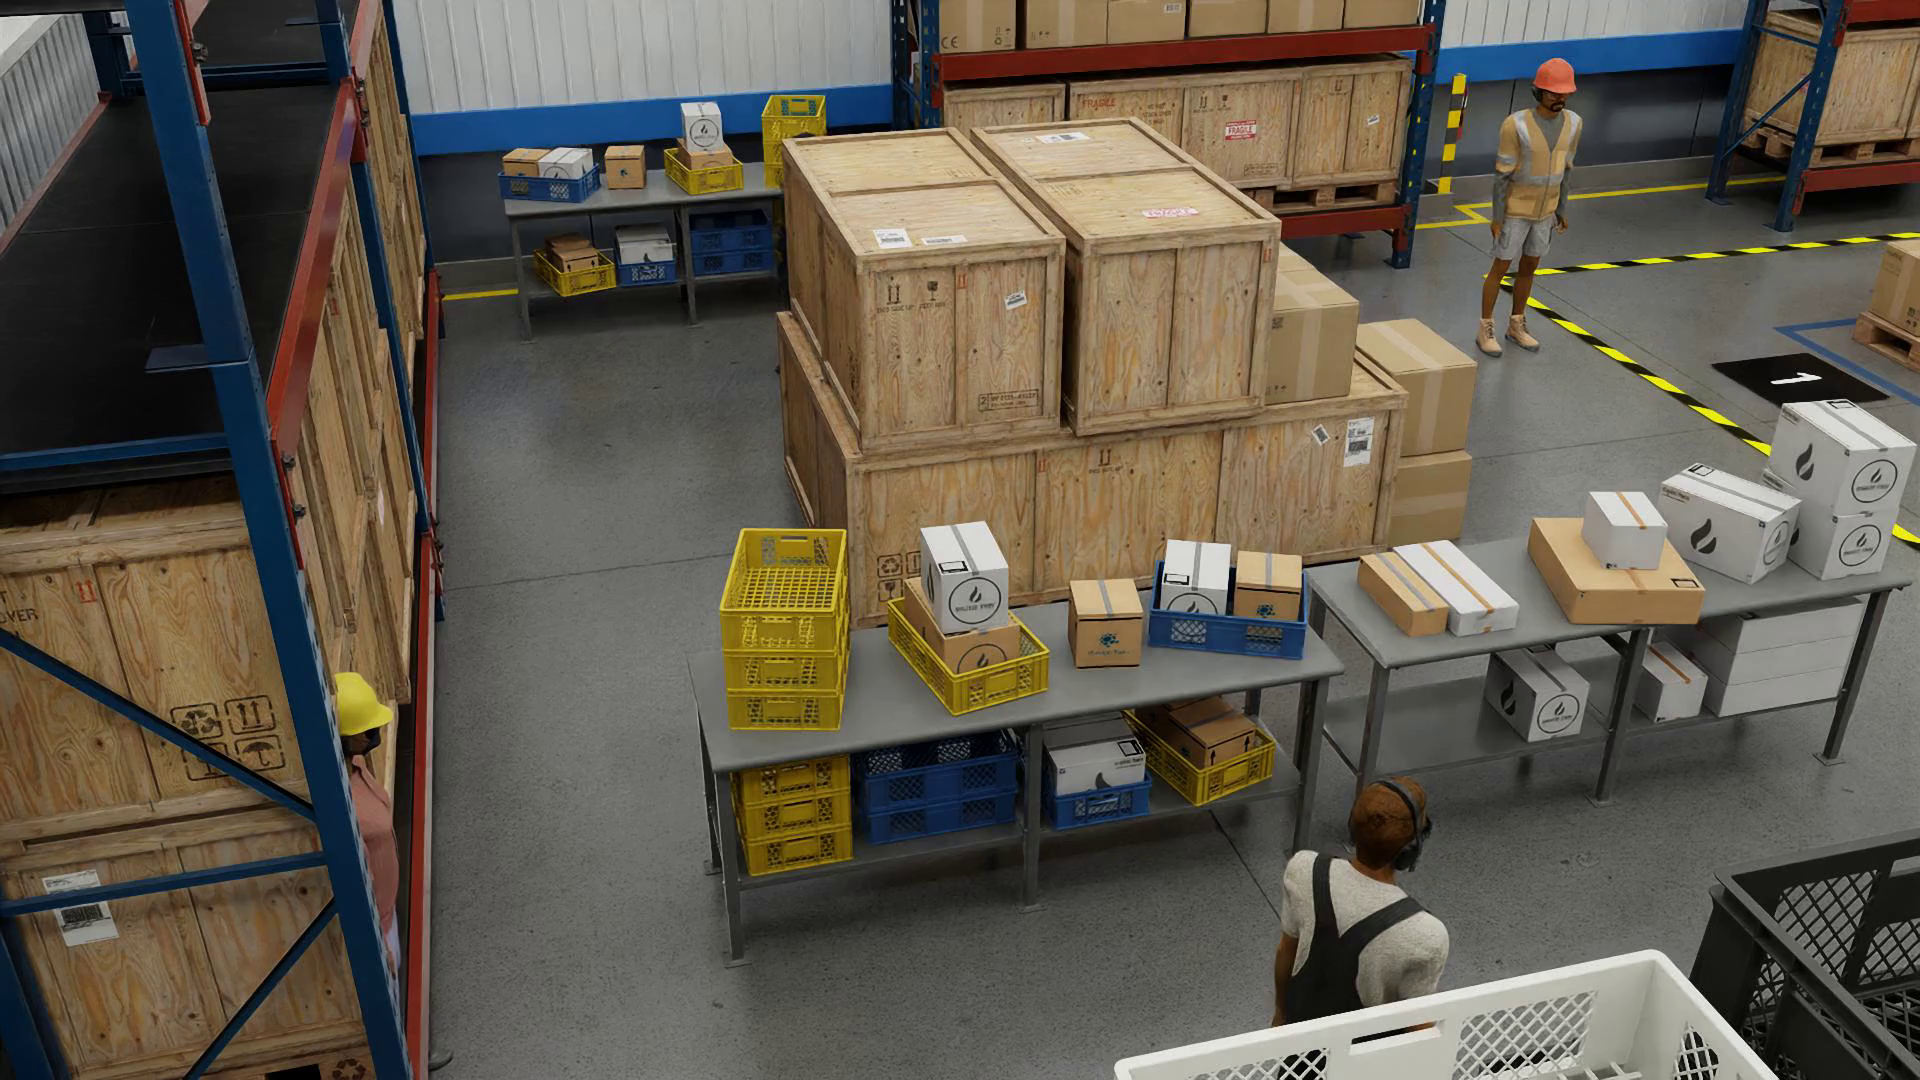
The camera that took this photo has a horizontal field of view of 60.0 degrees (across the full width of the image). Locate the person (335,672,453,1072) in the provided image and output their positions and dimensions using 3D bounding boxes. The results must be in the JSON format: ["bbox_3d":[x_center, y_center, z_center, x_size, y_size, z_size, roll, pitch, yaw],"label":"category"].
[{"bbox_3d":[-1.902,1.193,5.410,0.336,1.761,0.523,-10,30,-17],"label":"person"}]

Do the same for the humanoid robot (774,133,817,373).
[{"bbox_3d":[-1.057,-1.926,11.161,0.390,1.636,0.627,13,32,23],"label":"humanoid robot"}]

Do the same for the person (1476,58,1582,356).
[{"bbox_3d":[3.914,-2.265,11.391,0.604,2.045,0.382,-8,30,-14],"label":"person"}]

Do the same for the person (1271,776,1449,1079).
[{"bbox_3d":[1.122,1.464,4.842,0.505,1.838,0.336,23,36,36],"label":"person"}]
